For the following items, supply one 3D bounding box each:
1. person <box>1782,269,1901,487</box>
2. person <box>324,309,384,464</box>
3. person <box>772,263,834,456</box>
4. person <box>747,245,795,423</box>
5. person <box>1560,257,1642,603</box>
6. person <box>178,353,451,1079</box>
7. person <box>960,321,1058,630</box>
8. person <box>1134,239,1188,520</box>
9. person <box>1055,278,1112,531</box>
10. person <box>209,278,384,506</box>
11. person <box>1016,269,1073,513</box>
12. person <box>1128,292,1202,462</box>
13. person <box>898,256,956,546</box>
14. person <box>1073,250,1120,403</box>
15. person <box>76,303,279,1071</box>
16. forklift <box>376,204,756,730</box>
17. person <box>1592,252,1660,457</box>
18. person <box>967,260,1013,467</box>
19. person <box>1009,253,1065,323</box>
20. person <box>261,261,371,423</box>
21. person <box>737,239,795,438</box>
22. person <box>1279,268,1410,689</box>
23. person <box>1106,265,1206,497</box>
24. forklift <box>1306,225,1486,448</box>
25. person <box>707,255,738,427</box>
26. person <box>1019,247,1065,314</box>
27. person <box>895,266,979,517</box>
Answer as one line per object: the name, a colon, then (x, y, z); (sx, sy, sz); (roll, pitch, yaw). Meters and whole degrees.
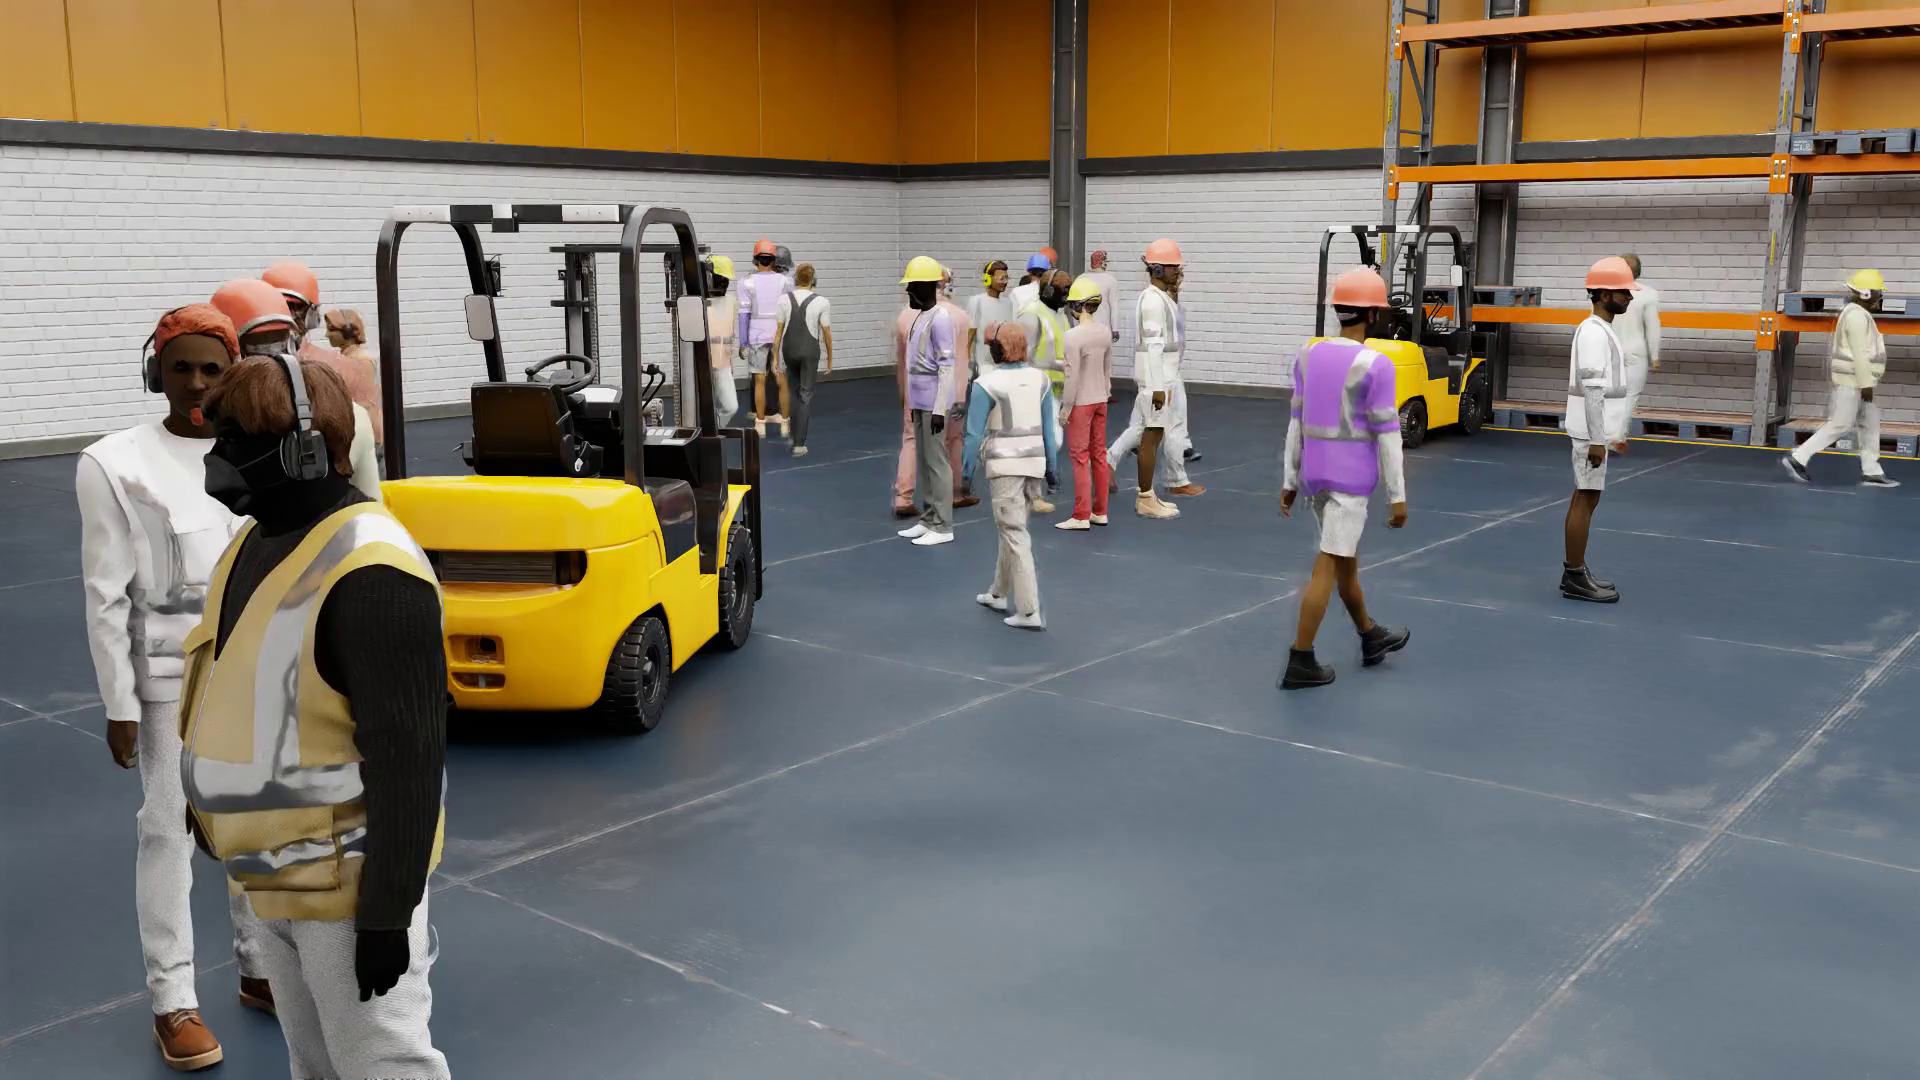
person: (7.354, -1.338, 13.762); (0.841, 1.806, 0.586); (6, 12, 30)
person: (-3.722, -0.584, 10.089); (0.541, 1.618, 0.551); (-7, 12, -34)
person: (-1.474, -1.726, 15.876); (0.552, 1.812, 0.750); (2, 10, 10)
person: (-2.117, -2.344, 18.685); (0.535, 2.000, 0.853); (-6, 12, -31)
person: (3.620, -0.622, 9.434); (0.358, 1.938, 0.542); (4, 11, 19)
person: (-1.144, 0.590, 2.984); (0.430, 1.844, 0.624); (-9, 14, -41)
person: (0.217, -0.353, 8.842); (0.539, 1.604, 0.762); (-8, 13, -39)
person: (1.471, -1.178, 12.216); (0.377, 2.041, 0.616); (1, 10, 5)
person: (0.865, -0.949, 11.717); (0.313, 1.767, 0.534); (8, 13, 38)
person: (-2.021, 0.175, 5.067); (0.647, 1.927, 1.086); (-8, 13, -39)
person: (0.647, -1.097, 12.388); (0.471, 1.815, 0.641); (5, 11, 26)
person: (1.858, -1.616, 15.348); (0.614, 1.789, 0.917); (-7, 12, -34)
person: (-0.222, -0.928, 11.155); (0.370, 1.925, 0.595); (-3, 11, -17)
person: (1.727, -2.662, 20.824); (0.645, 1.907, 0.400); (7, 12, 34)
person: (-1.872, 0.354, 4.179); (0.356, 1.881, 0.575); (8, 13, 36)
forklift: (-1.766, -0.406, 7.525); (1.214, 2.155, 2.313); (1, 10, 7)
person: (6.290, -1.747, 15.758); (0.589, 1.948, 0.637); (-9, 13, -40)
person: (0.298, -1.537, 14.728); (0.564, 1.854, 0.446); (-10, 14, -44)
person: (0.757, -1.825, 16.168); (0.626, 1.913, 0.766); (-5, 11, -26)
person: (-2.683, -0.121, 6.716); (0.641, 1.908, 0.972); (-3, 11, -16)
person: (-1.999, -2.074, 17.182); (0.608, 2.045, 0.391); (-3, 11, -18)
person: (1.854, -0.283, 7.641); (0.942, 1.898, 0.576); (-6, 12, -30)
person: (1.501, -1.267, 13.100); (0.860, 1.913, 0.641); (-2, 10, -12)
forklift: (4.449, -2.115, 16.993); (1.214, 2.155, 2.313); (8, 13, 38)
person: (-2.194, -1.562, 14.729); (0.458, 1.901, 0.630); (10, 14, 42)
person: (1.003, -2.664, 20.724); (0.626, 1.947, 0.868); (-3, 11, -14)
person: (-0.198, -1.098, 12.370); (0.662, 1.854, 0.993); (6, 12, 29)
